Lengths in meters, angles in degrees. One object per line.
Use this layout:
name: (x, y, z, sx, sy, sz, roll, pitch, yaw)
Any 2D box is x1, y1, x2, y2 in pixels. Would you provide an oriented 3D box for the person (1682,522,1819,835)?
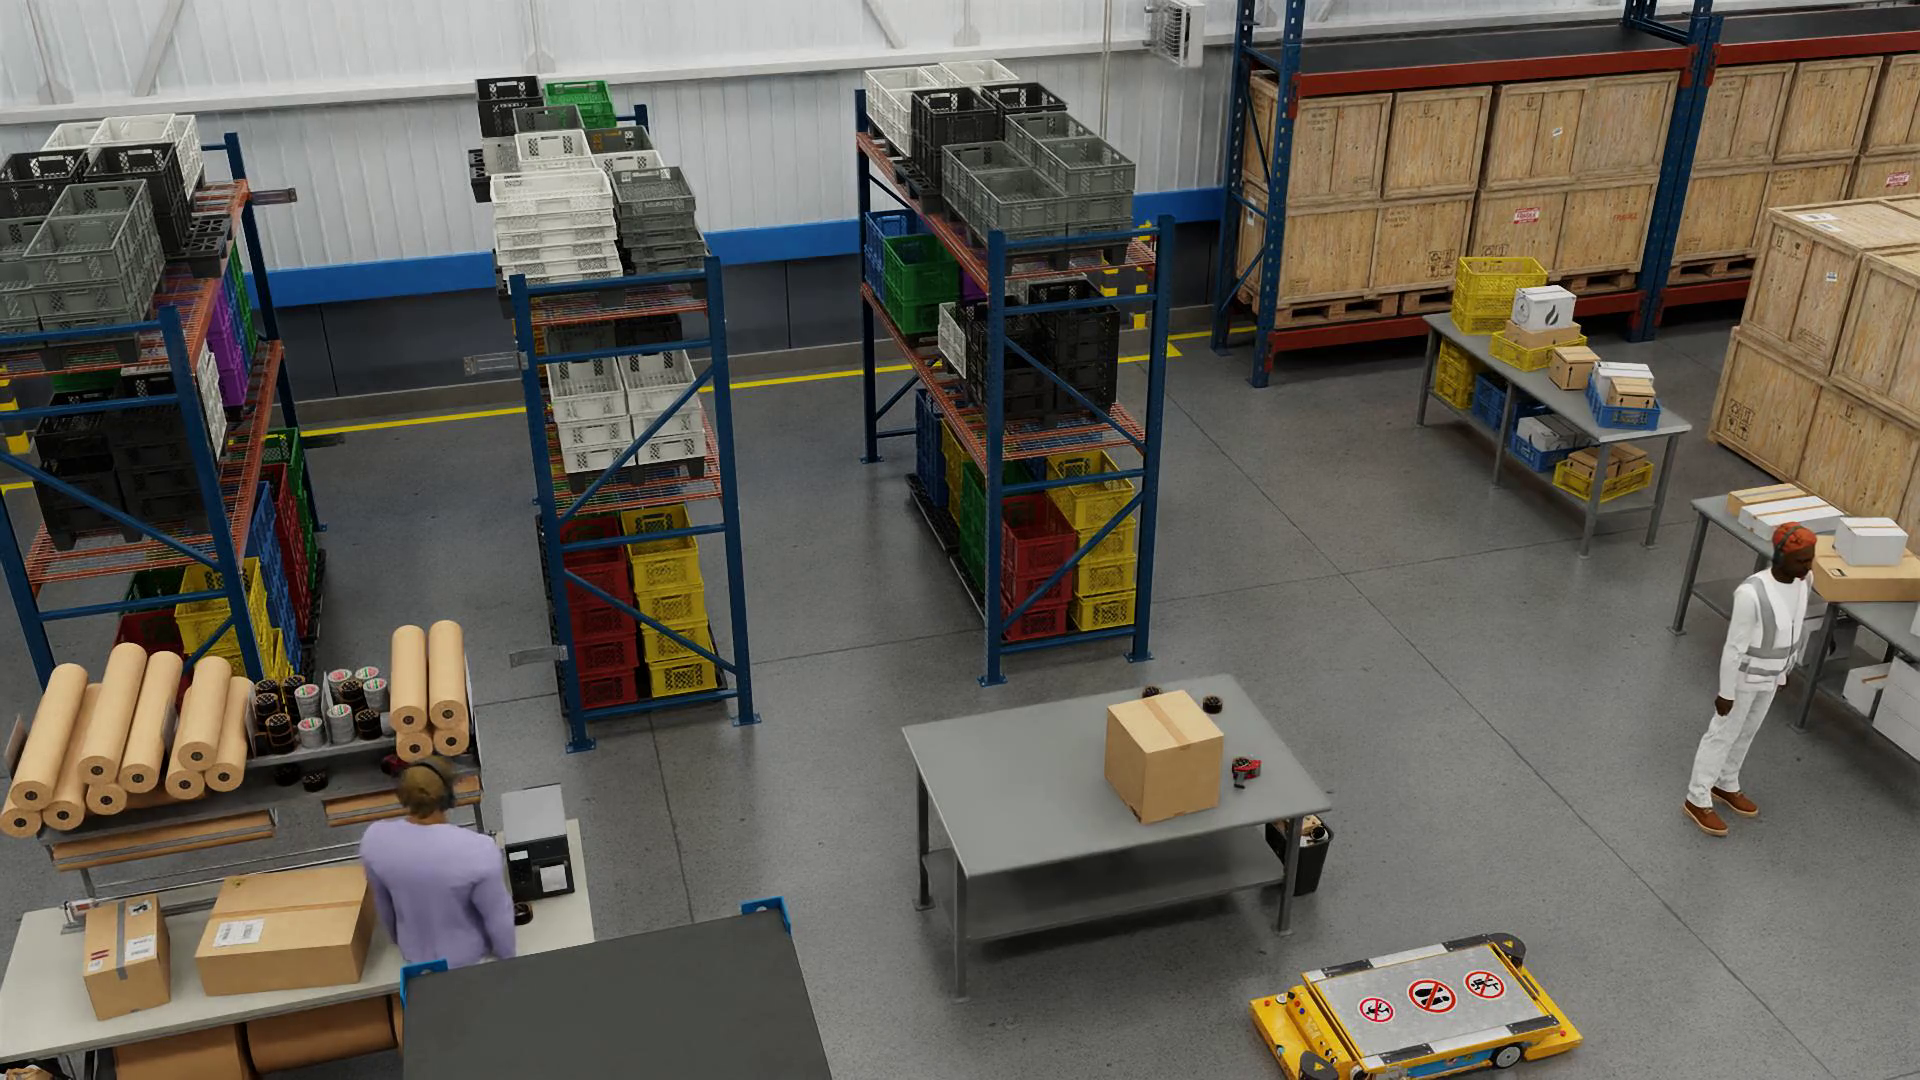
person: (4.355, 0.745, 9.114, 0.584, 1.882, 0.339, -18, 33, -29)

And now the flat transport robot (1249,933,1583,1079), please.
flat transport robot: (2.184, 2.282, 7.980, 1.431, 0.197, 0.652, -8, 30, -14)

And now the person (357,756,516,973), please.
person: (-2.212, 1.767, 7.211, 0.629, 1.931, 0.369, 5, 29, 10)
